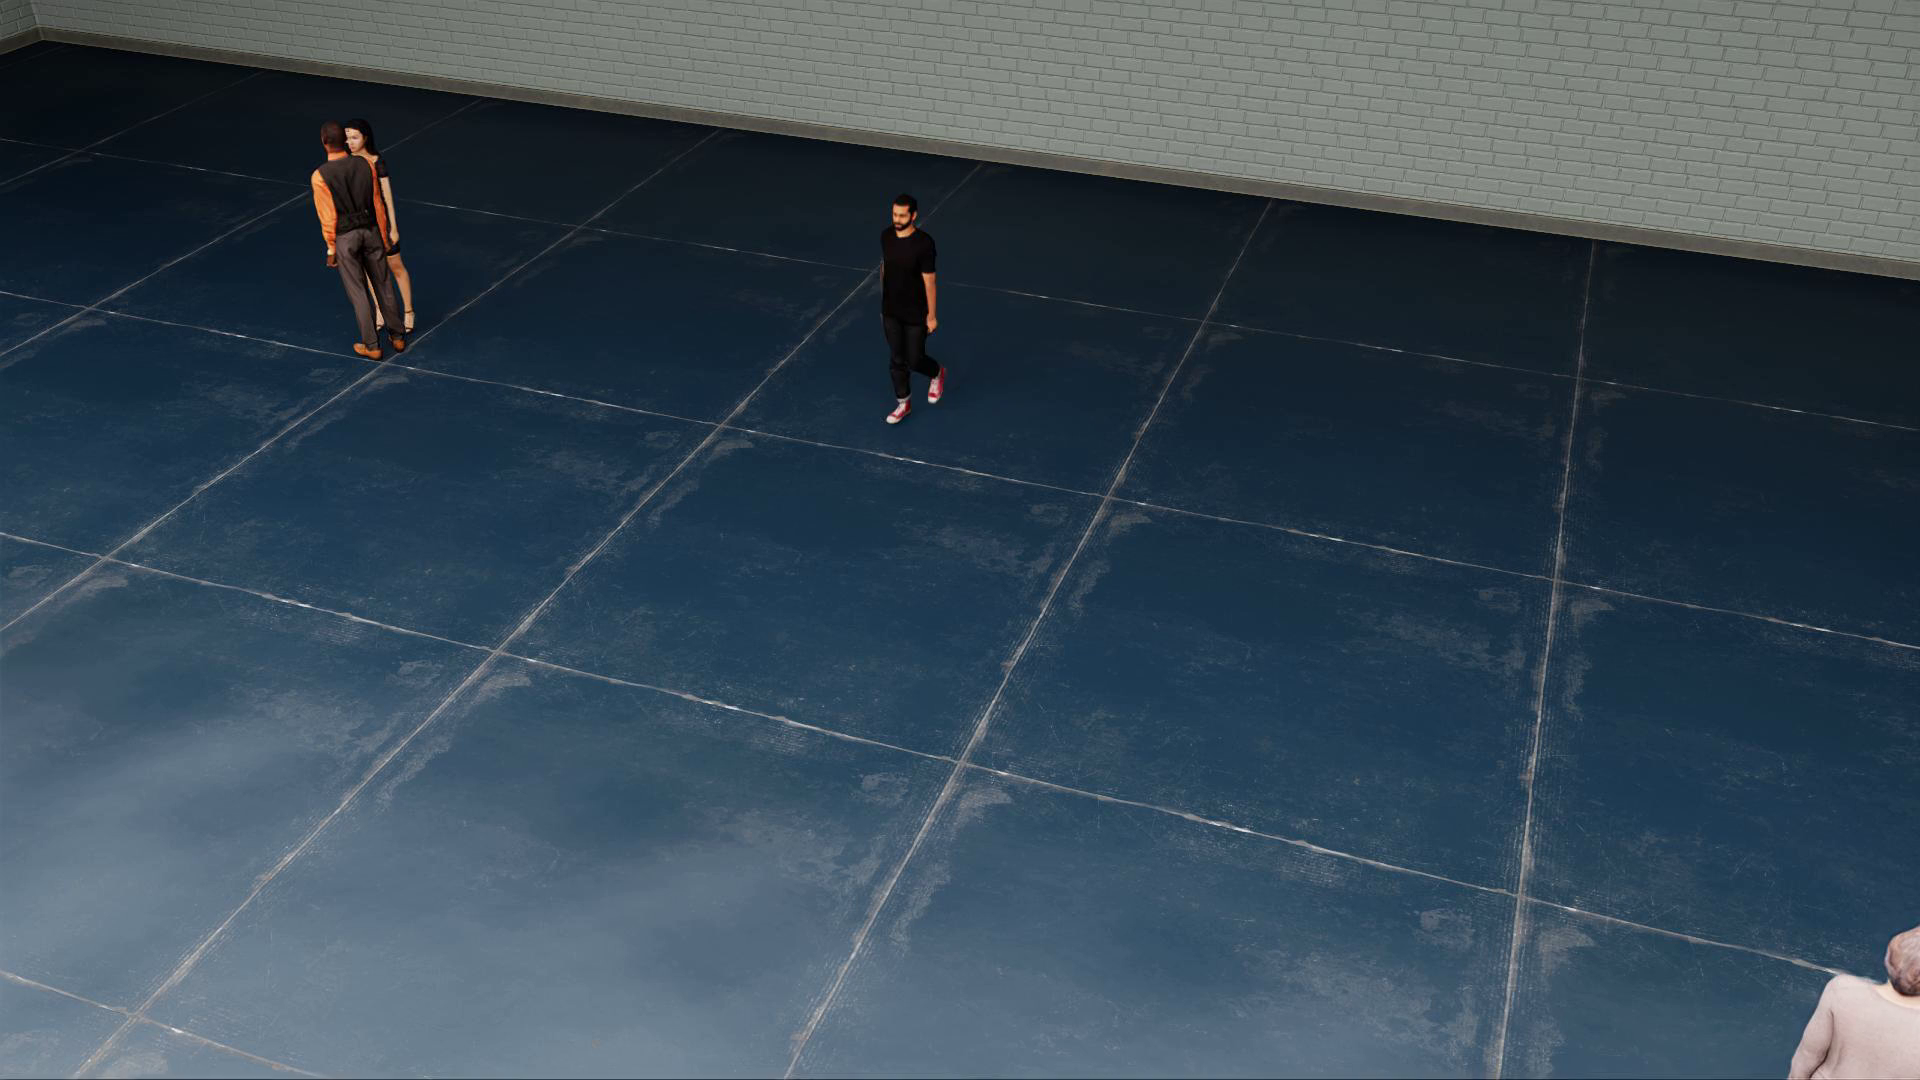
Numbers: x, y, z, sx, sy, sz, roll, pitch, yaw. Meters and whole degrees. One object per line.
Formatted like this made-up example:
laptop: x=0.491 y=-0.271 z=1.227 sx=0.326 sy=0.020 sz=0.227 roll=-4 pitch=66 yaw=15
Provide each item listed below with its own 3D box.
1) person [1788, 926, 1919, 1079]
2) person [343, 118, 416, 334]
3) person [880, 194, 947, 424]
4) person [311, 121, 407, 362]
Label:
person: x=3.291 y=2.135 z=6.131 sx=0.731 sy=1.875 sz=0.698 roll=21 pitch=39 yaw=29
person: x=-4.691 y=-2.516 z=13.359 sx=0.617 sy=1.791 sz=0.538 roll=6 pitch=33 yaw=9
person: x=-0.348 y=-1.719 z=12.175 sx=0.736 sy=1.746 sz=0.889 roll=20 pitch=38 yaw=28
person: x=-4.689 y=-2.330 z=12.967 sx=0.722 sy=1.907 sz=0.848 roll=-26 pitch=41 yaw=-34
